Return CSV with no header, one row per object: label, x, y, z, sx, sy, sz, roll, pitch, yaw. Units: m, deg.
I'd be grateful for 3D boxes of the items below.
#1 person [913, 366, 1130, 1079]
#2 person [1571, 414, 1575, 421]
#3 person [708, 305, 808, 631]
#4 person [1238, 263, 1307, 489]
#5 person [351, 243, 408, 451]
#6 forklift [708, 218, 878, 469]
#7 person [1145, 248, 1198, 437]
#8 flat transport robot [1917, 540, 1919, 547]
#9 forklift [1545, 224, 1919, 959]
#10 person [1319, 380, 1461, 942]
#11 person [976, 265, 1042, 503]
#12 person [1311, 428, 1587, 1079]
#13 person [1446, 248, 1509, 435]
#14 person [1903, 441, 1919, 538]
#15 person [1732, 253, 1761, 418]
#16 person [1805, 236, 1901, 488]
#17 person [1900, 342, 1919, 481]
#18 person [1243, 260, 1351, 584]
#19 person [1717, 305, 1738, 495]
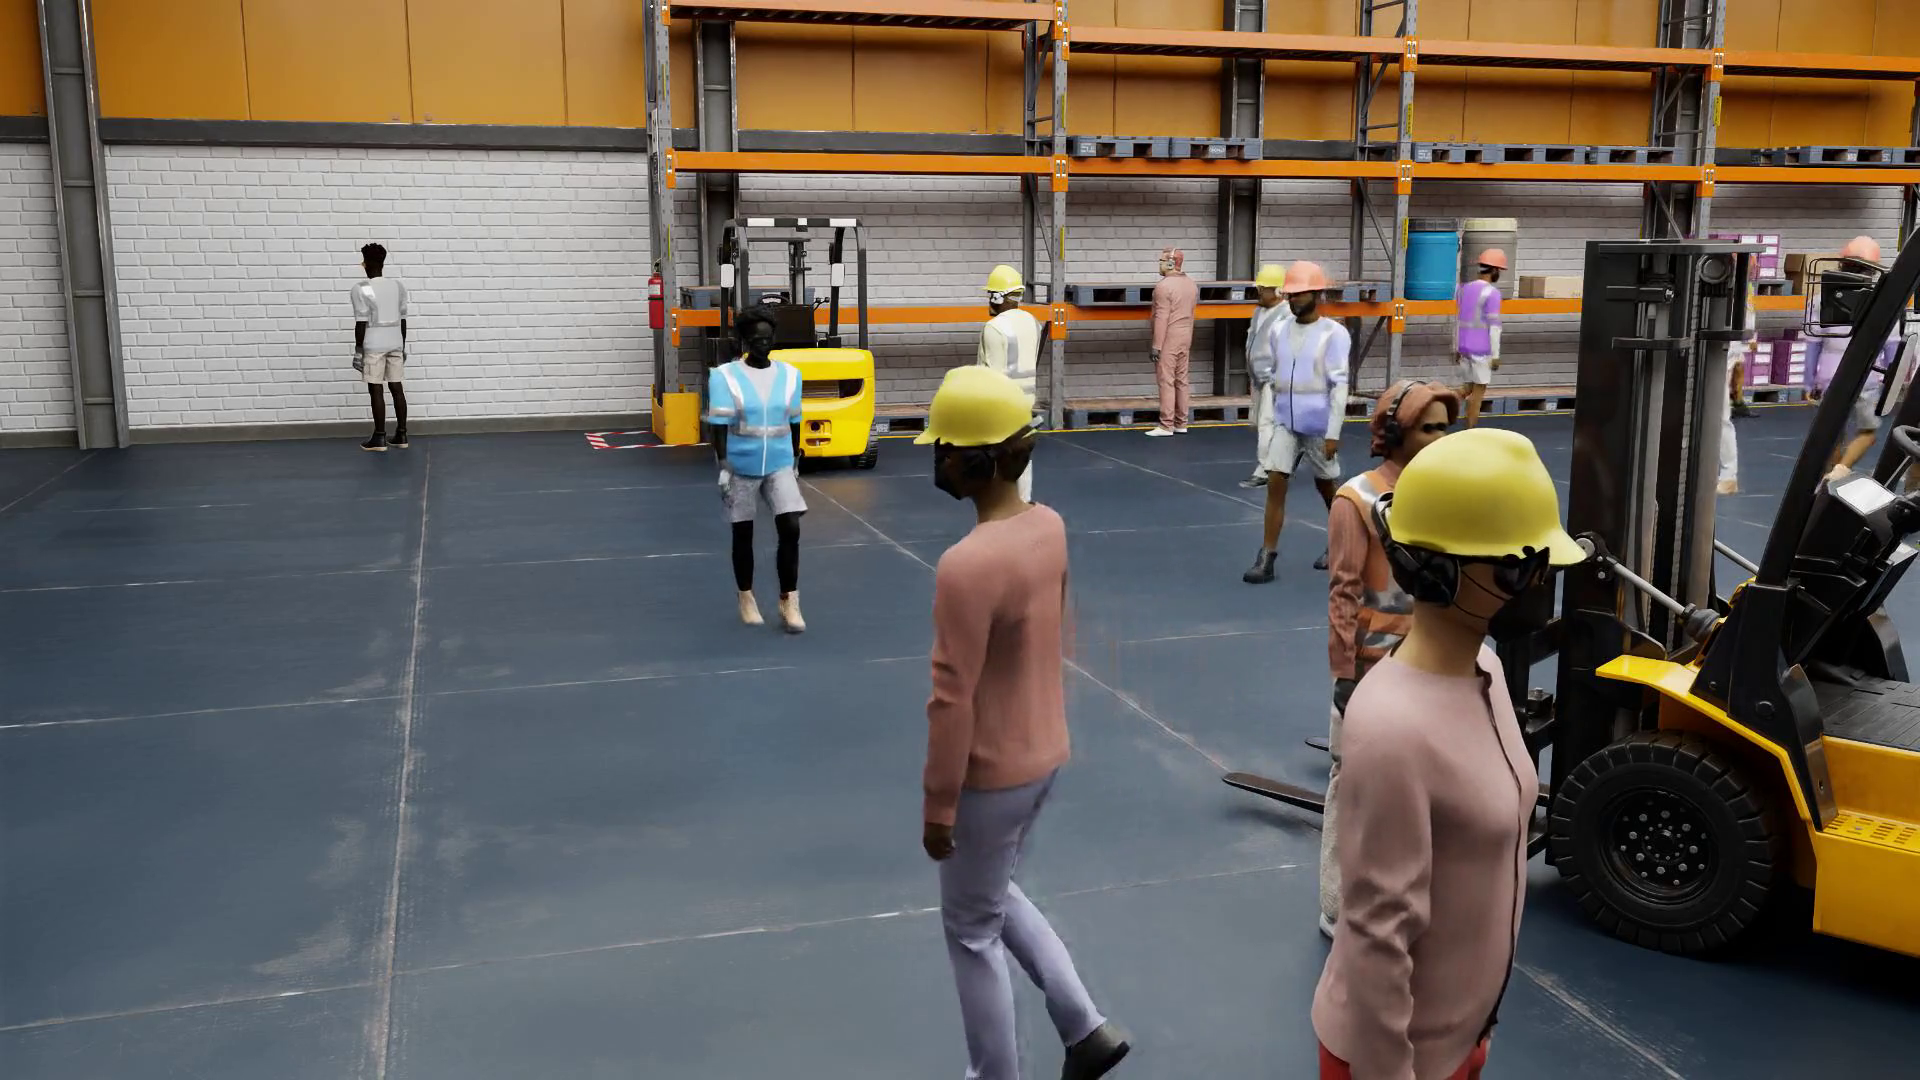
person,0.093,0.494,3.656,0.416,1.750,0.540,5,11,26
person,6.791,-2.048,17.224,1.058,1.874,0.626,-3,11,-15
person,-1.008,-0.349,8.483,0.540,1.673,0.630,-4,11,-23
person,2.561,-1.317,13.397,0.611,1.813,0.594,-4,11,-19
person,-5.515,-1.832,15.820,0.367,1.966,0.607,6,12,30
forklift,-1.522,-1.778,14.899,1.214,2.155,2.313,-3,11,-17
person,2.130,-2.004,16.915,0.409,1.911,0.651,8,13,39
flat transport robot,6.879,-0.062,10.767,1.431,0.197,0.652,-8,13,-36
forklift,2.909,0.117,4.508,2.313,2.155,1.214,9,14,40
person,1.229,0.364,4.701,0.521,1.633,0.313,-6,12,-31
person,0.298,-0.910,11.135,0.403,1.833,0.586,6,12,31
person,0.685,0.717,2.398,0.328,1.767,0.532,6,12,29
person,4.969,-1.841,16.026,0.564,1.912,0.581,-3,11,-18
person,6.601,-0.930,11.088,0.985,1.874,0.572,-4,11,-21
person,8.483,-2.272,18.457,0.928,1.901,0.526,0,10,1
person,6.389,-1.162,11.973,0.665,2.030,0.622,-10,14,-42
person,8.121,-1.382,13.732,0.755,1.847,0.551,0,10,-1
person,2.066,-0.708,9.886,0.560,1.892,0.983,10,14,42
person,5.738,-1.226,12.983,0.953,1.793,0.639,-3,11,-16
